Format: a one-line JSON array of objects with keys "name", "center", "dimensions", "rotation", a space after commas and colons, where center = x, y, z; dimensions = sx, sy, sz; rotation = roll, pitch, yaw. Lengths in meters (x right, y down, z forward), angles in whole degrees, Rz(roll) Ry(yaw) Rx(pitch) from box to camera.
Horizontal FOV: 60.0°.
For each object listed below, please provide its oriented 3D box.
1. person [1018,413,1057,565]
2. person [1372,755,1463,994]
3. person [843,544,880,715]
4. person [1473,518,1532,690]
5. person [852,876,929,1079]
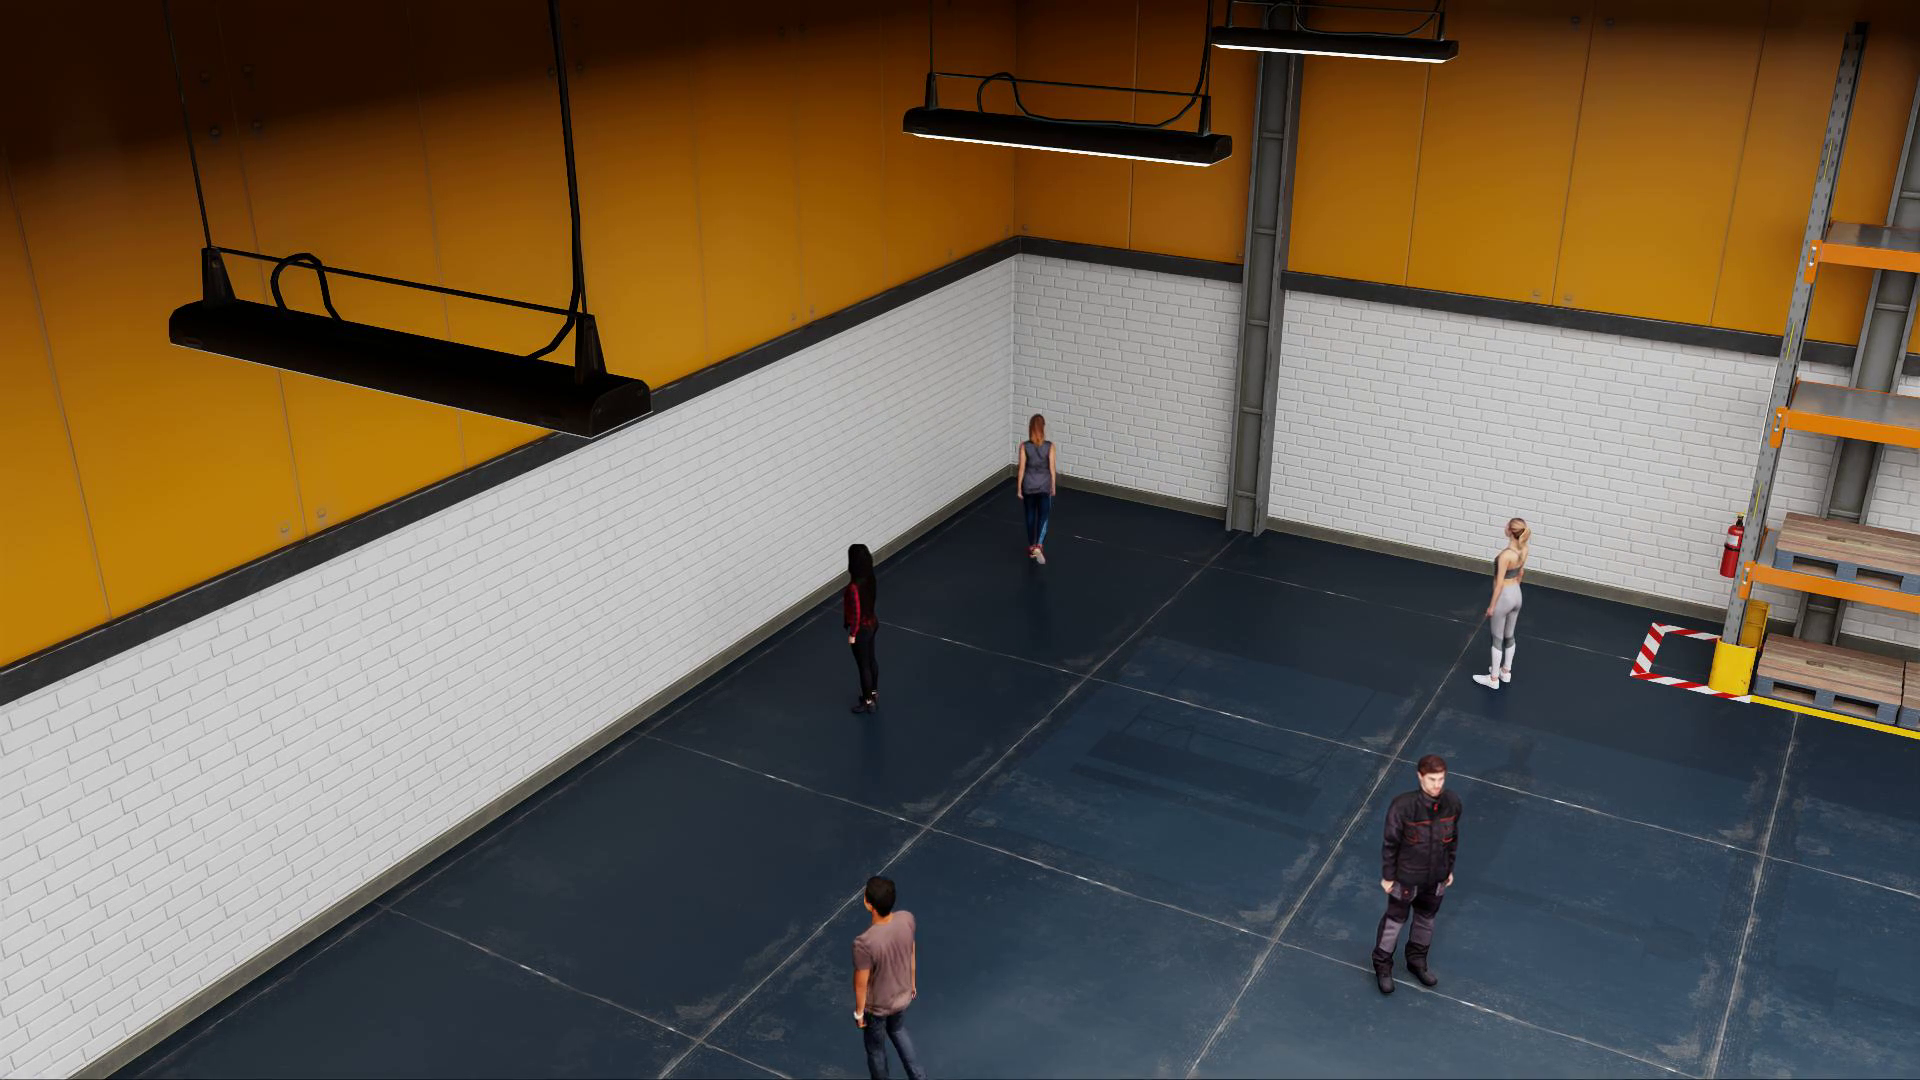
[{"name": "person", "center": [0.841, -0.508, 18.091], "dimensions": [0.991, 1.704, 0.895], "rotation": [1, 24, 3]}, {"name": "person", "center": [3.176, 2.289, 11.523], "dimensions": [0.777, 1.838, 0.844], "rotation": [-6, 24, -13]}, {"name": "person", "center": [-0.872, 0.802, 15.153], "dimensions": [0.586, 1.656, 0.633], "rotation": [7, 25, 15]}, {"name": "person", "center": [5.126, 0.578, 15.605], "dimensions": [0.648, 1.703, 0.659], "rotation": [-17, 29, -34]}, {"name": "person", "center": [-0.400, 2.867, 10.285], "dimensions": [0.820, 1.770, 0.965], "rotation": [-18, 29, -35]}]
